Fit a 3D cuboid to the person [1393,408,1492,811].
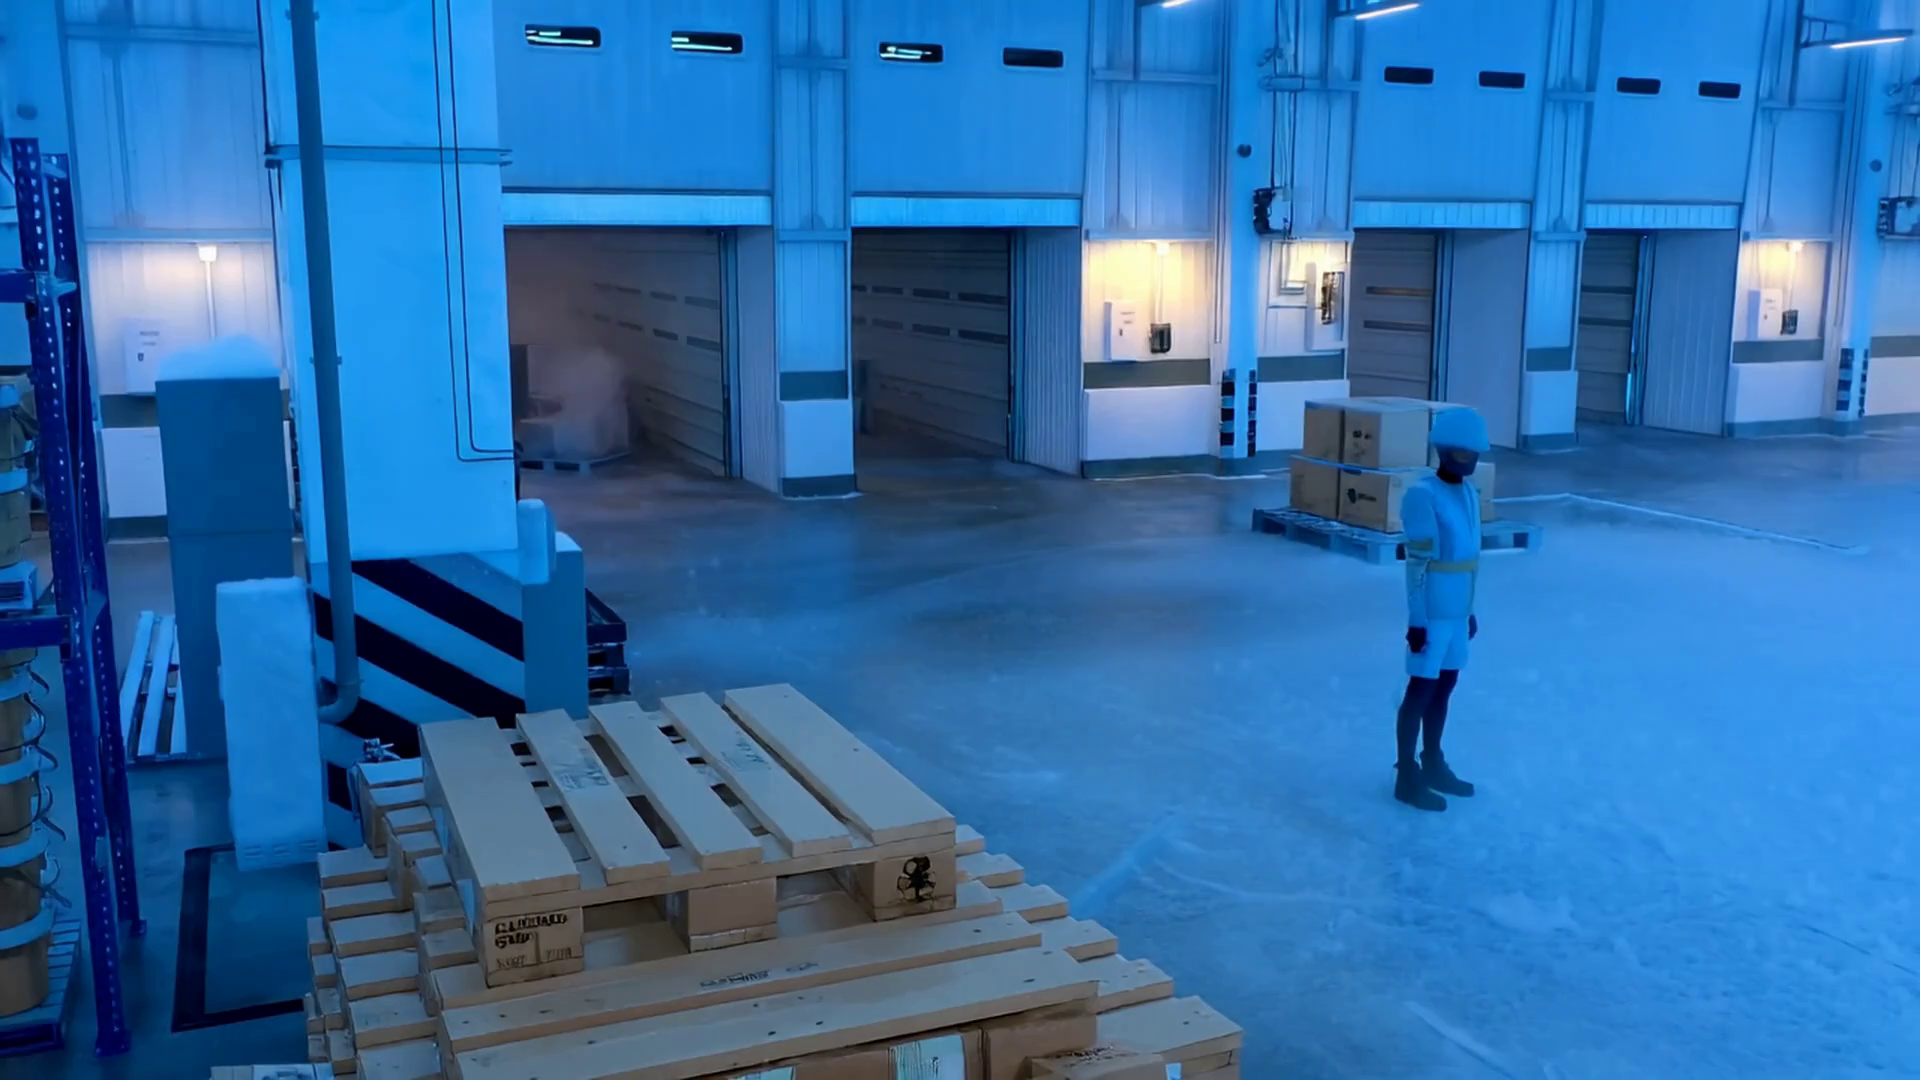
[{"bbox_3d":[2.342,0.325,7.998,0.551,1.933,0.373,-10,14,-44],"label":"person"}]
